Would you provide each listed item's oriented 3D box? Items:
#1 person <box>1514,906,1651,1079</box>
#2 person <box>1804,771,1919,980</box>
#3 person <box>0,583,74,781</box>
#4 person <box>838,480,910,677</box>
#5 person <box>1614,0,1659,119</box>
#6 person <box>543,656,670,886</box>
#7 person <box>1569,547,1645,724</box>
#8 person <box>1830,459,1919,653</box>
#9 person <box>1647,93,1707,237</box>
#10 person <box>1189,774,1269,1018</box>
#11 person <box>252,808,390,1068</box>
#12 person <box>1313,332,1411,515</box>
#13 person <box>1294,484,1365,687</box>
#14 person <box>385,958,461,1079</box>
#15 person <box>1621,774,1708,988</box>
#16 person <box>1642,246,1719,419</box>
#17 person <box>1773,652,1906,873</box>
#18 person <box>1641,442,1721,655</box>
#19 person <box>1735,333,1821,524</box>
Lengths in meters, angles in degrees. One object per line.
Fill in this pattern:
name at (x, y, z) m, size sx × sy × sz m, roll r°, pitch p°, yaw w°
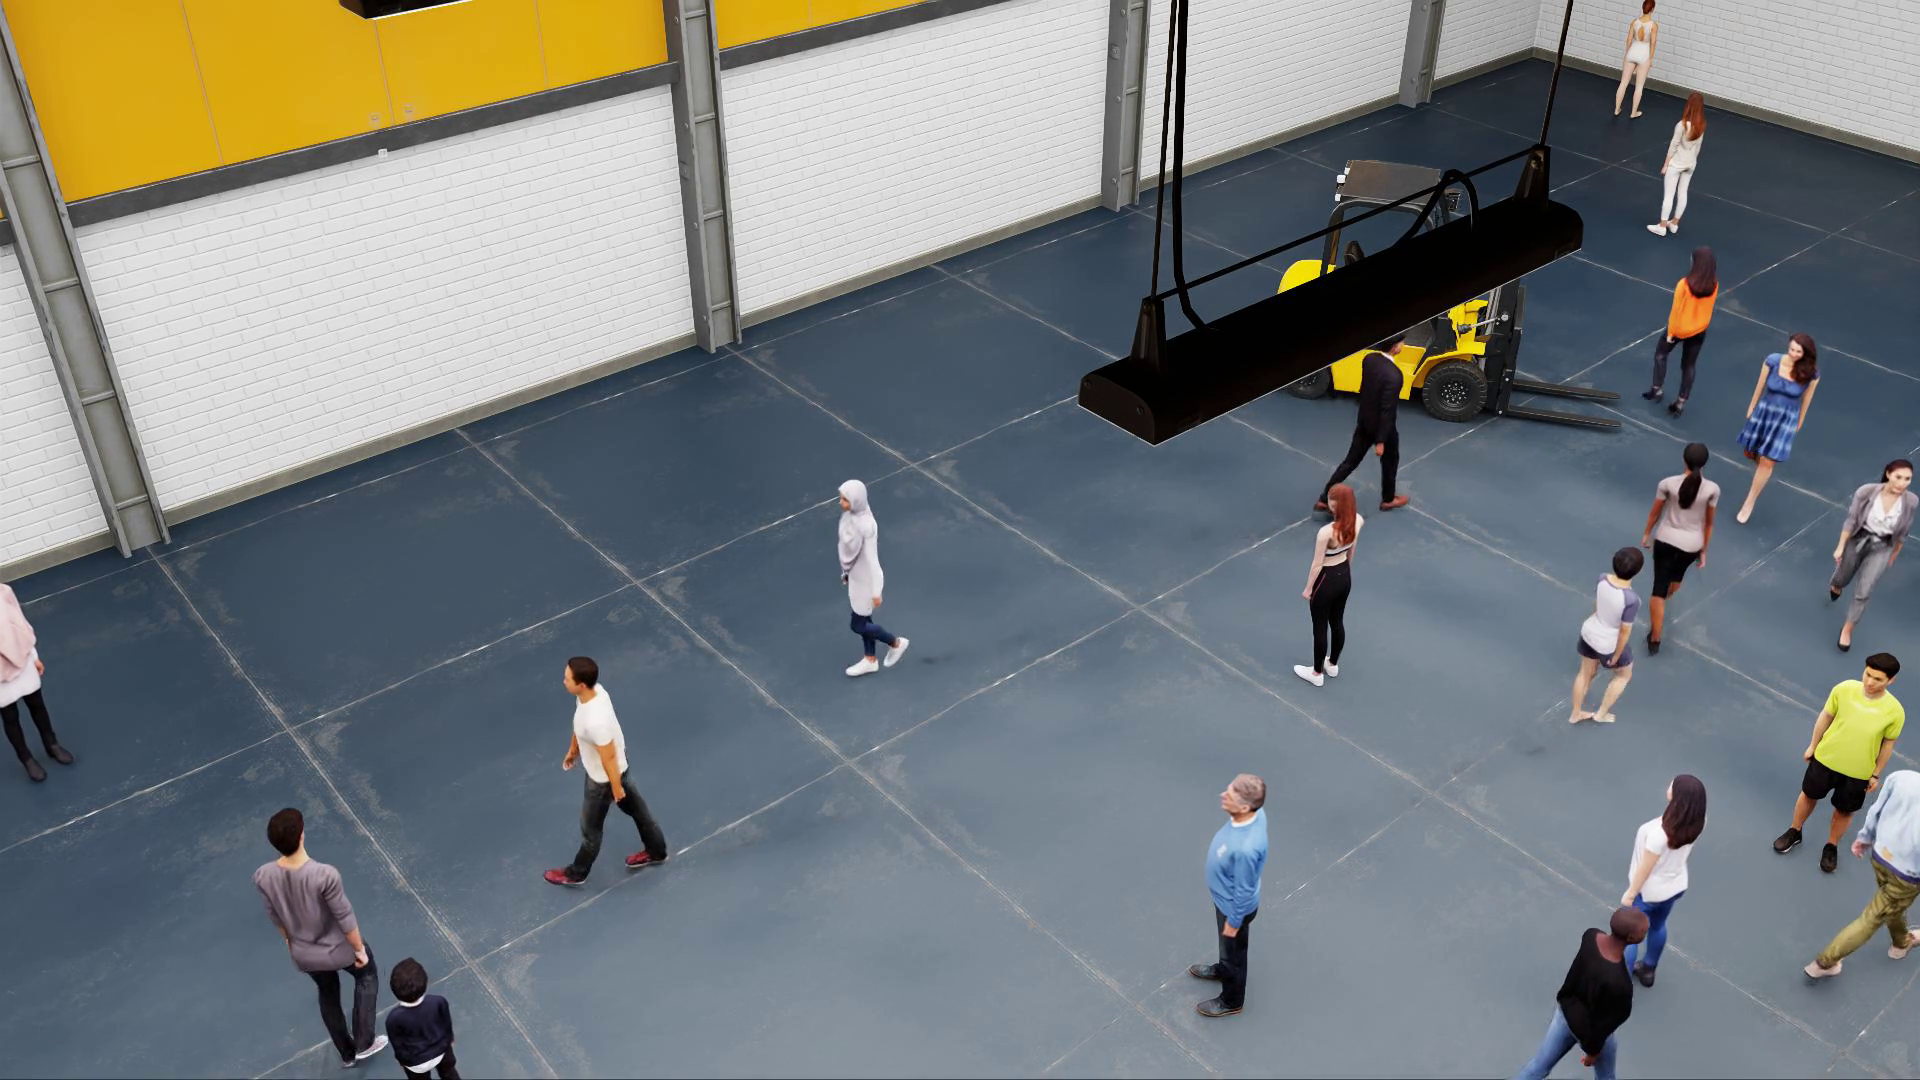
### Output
person at (3.338, 2.654, 9.103) m, size 1.228 × 1.703 × 1.012 m, roll -5°, pitch 34°, yaw -7°
person at (5.597, 2.009, 10.023) m, size 1.272 × 1.760 × 1.014 m, roll -10°, pitch 35°, yaw -15°
person at (-6.697, 0.898, 11.655) m, size 0.739 × 1.804 × 0.605 m, roll 21°, pitch 39°, yaw 29°
person at (-0.644, 0.284, 12.614) m, size 0.827 × 1.764 × 0.745 m, roll -12°, pitch 36°, yaw -18°
person at (9.509, -6.762, 23.324) m, size 0.584 × 1.644 × 0.546 m, roll 23°, pitch 40°, yaw 31°
person at (-2.197, 1.480, 10.812) m, size 1.157 × 1.767 × 0.950 m, roll -8°, pitch 35°, yaw -12°
person at (4.674, 0.728, 12.137) m, size 0.622 × 1.552 × 0.598 m, roll -18°, pitch 38°, yaw -25°
person at (7.116, 0.048, 13.066) m, size 0.859 × 1.657 × 1.044 m, roll 14°, pitch 36°, yaw 20°
person at (8.607, -4.474, 19.821) m, size 0.588 × 1.711 × 0.714 m, roll -11°, pitch 35°, yaw -17°
person at (1.636, 2.082, 9.859) m, size 0.792 × 1.820 × 0.737 m, roll 2°, pitch 34°, yaw 3°
person at (-3.656, 2.356, 9.435) m, size 0.815 × 1.833 × 0.877 m, roll 5°, pitch 34°, yaw 7°
person at (3.521, -0.990, 14.459) m, size 1.284 × 1.844 × 1.001 m, roll -10°, pitch 35°, yaw -15°
person at (2.811, 0.328, 12.559) m, size 0.496 × 1.752 × 0.670 m, roll -19°, pitch 38°, yaw -27°
person at (-2.980, 2.825, 9.281) m, size 0.432 × 1.223 × 0.578 m, roll -21°, pitch 39°, yaw -28°
person at (4.181, 2.101, 9.961) m, size 0.524 × 1.675 × 0.698 m, roll -18°, pitch 38°, yaw -25°
person at (7.052, -1.968, 16.031) m, size 0.803 × 1.733 × 0.866 m, roll -4°, pitch 34°, yaw -5°
person at (5.831, 1.425, 10.948) m, size 0.655 × 1.708 × 0.581 m, roll 26°, pitch 41°, yaw 33°
person at (5.578, 0.105, 12.937) m, size 1.003 × 1.704 × 1.160 m, roll 10°, pitch 35°, yaw 15°
person at (7.136, -1.030, 14.574) m, size 0.761 × 1.783 × 1.047 m, roll 25°, pitch 41°, yaw 32°
